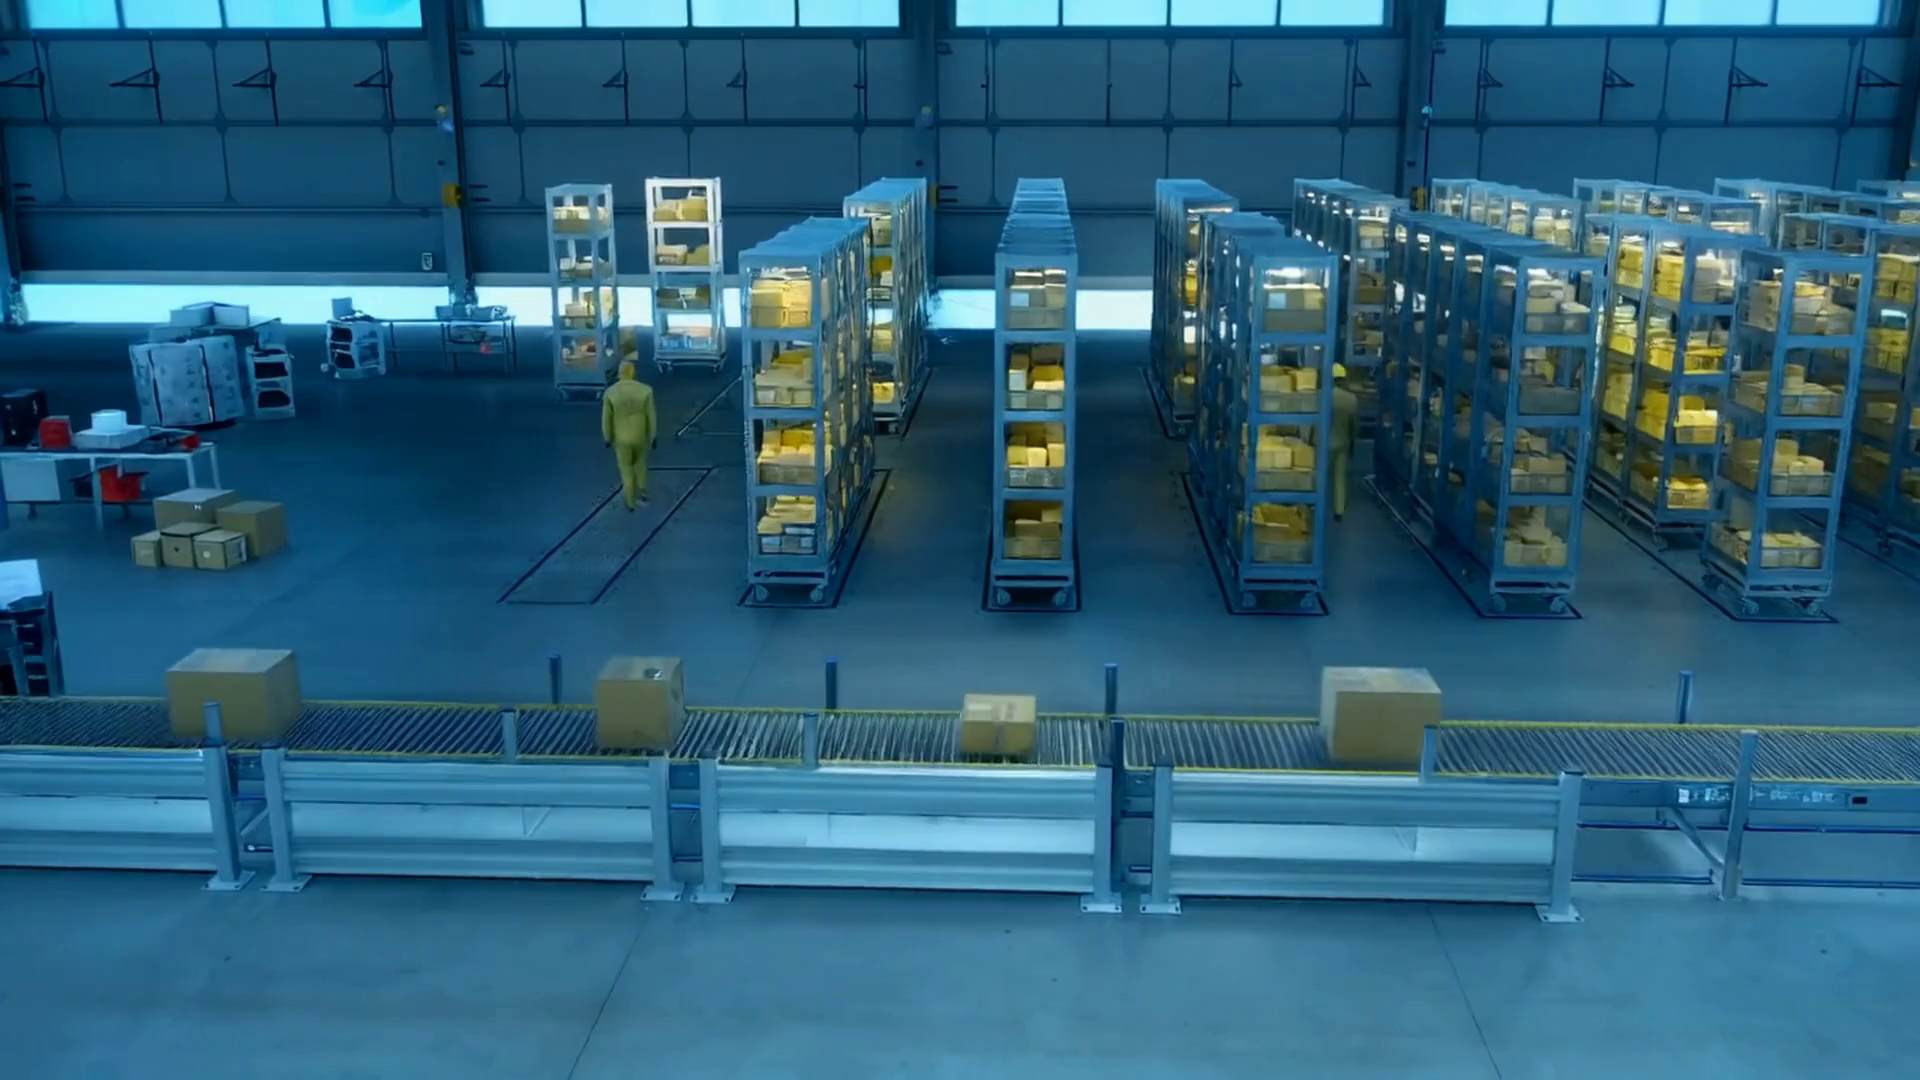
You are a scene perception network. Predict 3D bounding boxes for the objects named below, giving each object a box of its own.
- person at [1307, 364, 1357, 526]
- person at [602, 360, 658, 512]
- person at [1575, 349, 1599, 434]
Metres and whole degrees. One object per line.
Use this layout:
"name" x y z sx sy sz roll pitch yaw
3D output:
"person" 4.521 -1.171 20.214 0.645 1.943 1.048 -1 15 -5
"person" -4.157 -1.332 20.902 0.673 1.881 0.785 -4 16 -15
"person" 8.779 -1.942 23.261 0.449 1.833 0.592 2 15 8
